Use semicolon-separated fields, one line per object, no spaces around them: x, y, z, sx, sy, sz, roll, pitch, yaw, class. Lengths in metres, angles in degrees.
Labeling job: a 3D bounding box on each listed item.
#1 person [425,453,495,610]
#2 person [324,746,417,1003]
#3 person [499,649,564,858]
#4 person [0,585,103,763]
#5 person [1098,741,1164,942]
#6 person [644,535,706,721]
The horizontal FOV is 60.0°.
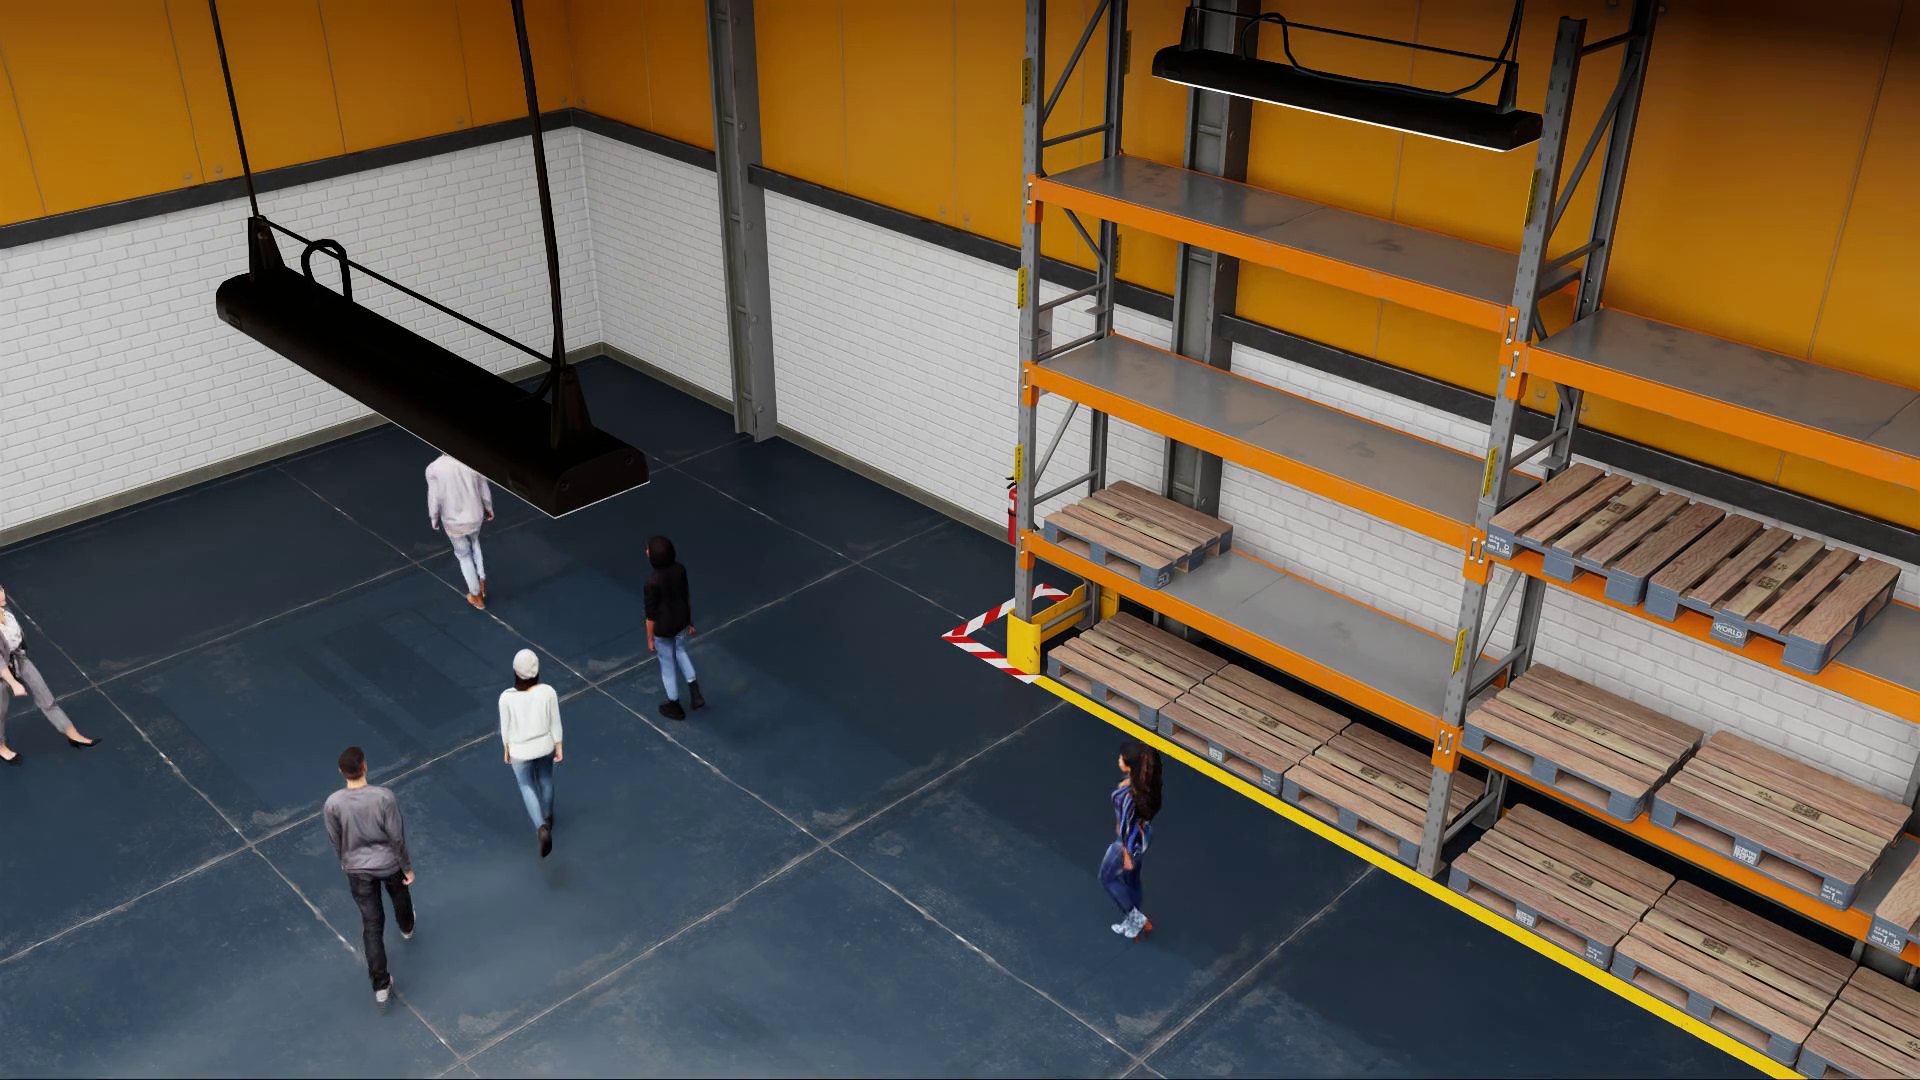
-4.402;-0.188;14.828;0.730;1.831;0.652;-20;35;-32;person
-3.764;2.152;10.658;1.039;1.716;1.243;-6;29;-11;person
-3.045;1.527;11.897;0.801;1.626;1.013;-11;30;-19;person
-7.401;1.047;12.773;1.123;1.631;1.057;1;29;1;person
1.197;2.019;11.012;0.702;1.610;0.696;14;32;24;person
-2.258;0.740;13.280;0.696;1.684;0.617;22;35;34;person
